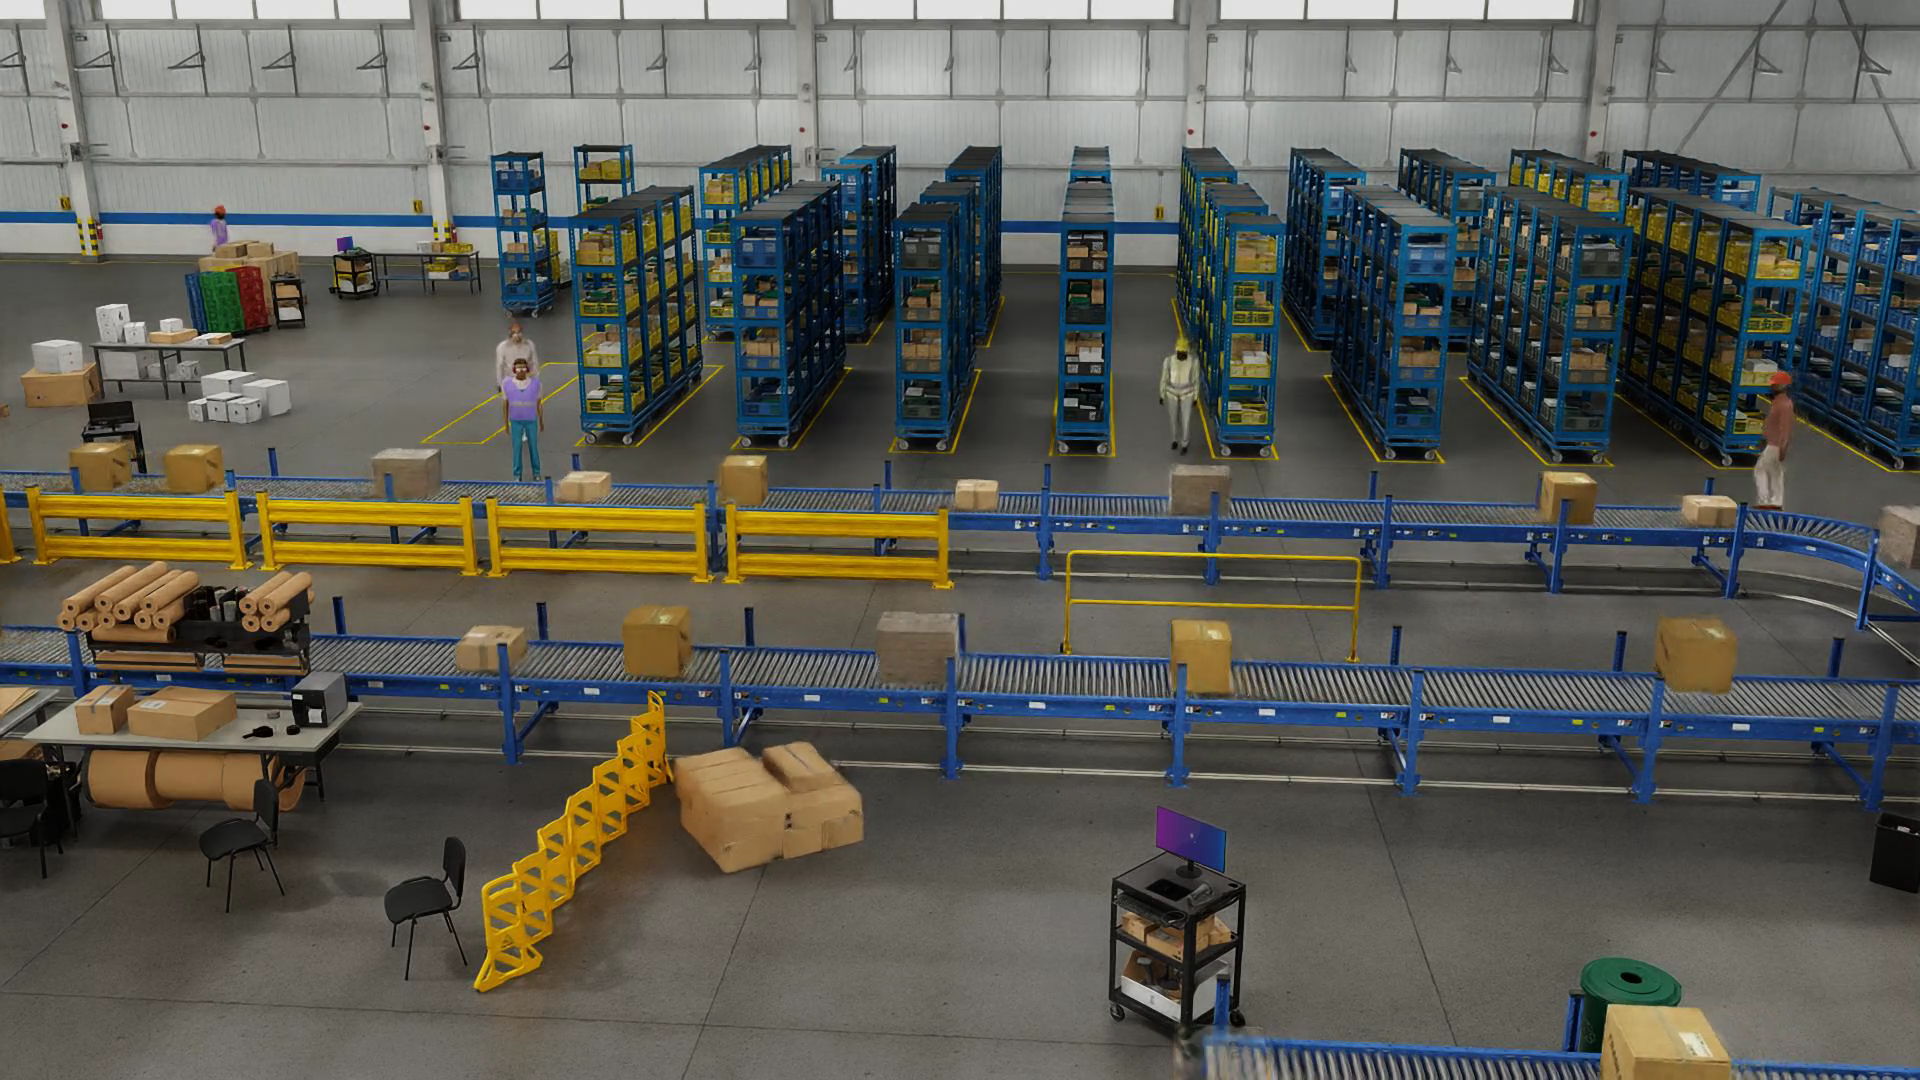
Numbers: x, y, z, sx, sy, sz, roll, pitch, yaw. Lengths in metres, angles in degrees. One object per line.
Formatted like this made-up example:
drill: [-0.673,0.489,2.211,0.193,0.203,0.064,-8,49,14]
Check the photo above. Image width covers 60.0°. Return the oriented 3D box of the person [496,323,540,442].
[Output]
person: [-7.094,-2.579,26.694,0.657,1.877,0.905,-11,20,-31]

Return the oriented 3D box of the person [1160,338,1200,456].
person: [3.370,-2.203,25.618,0.591,1.796,0.857,5,18,14]

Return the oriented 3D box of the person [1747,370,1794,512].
person: [10.965,-1.323,22.510,0.667,1.974,0.611,6,18,18]

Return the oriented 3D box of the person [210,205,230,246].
person: [-18.778,-7.556,42.382,0.398,1.920,0.556,3,18,9]

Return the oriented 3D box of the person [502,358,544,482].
person: [-6.286,-1.717,23.981,0.567,1.850,0.389,-5,18,-17]
